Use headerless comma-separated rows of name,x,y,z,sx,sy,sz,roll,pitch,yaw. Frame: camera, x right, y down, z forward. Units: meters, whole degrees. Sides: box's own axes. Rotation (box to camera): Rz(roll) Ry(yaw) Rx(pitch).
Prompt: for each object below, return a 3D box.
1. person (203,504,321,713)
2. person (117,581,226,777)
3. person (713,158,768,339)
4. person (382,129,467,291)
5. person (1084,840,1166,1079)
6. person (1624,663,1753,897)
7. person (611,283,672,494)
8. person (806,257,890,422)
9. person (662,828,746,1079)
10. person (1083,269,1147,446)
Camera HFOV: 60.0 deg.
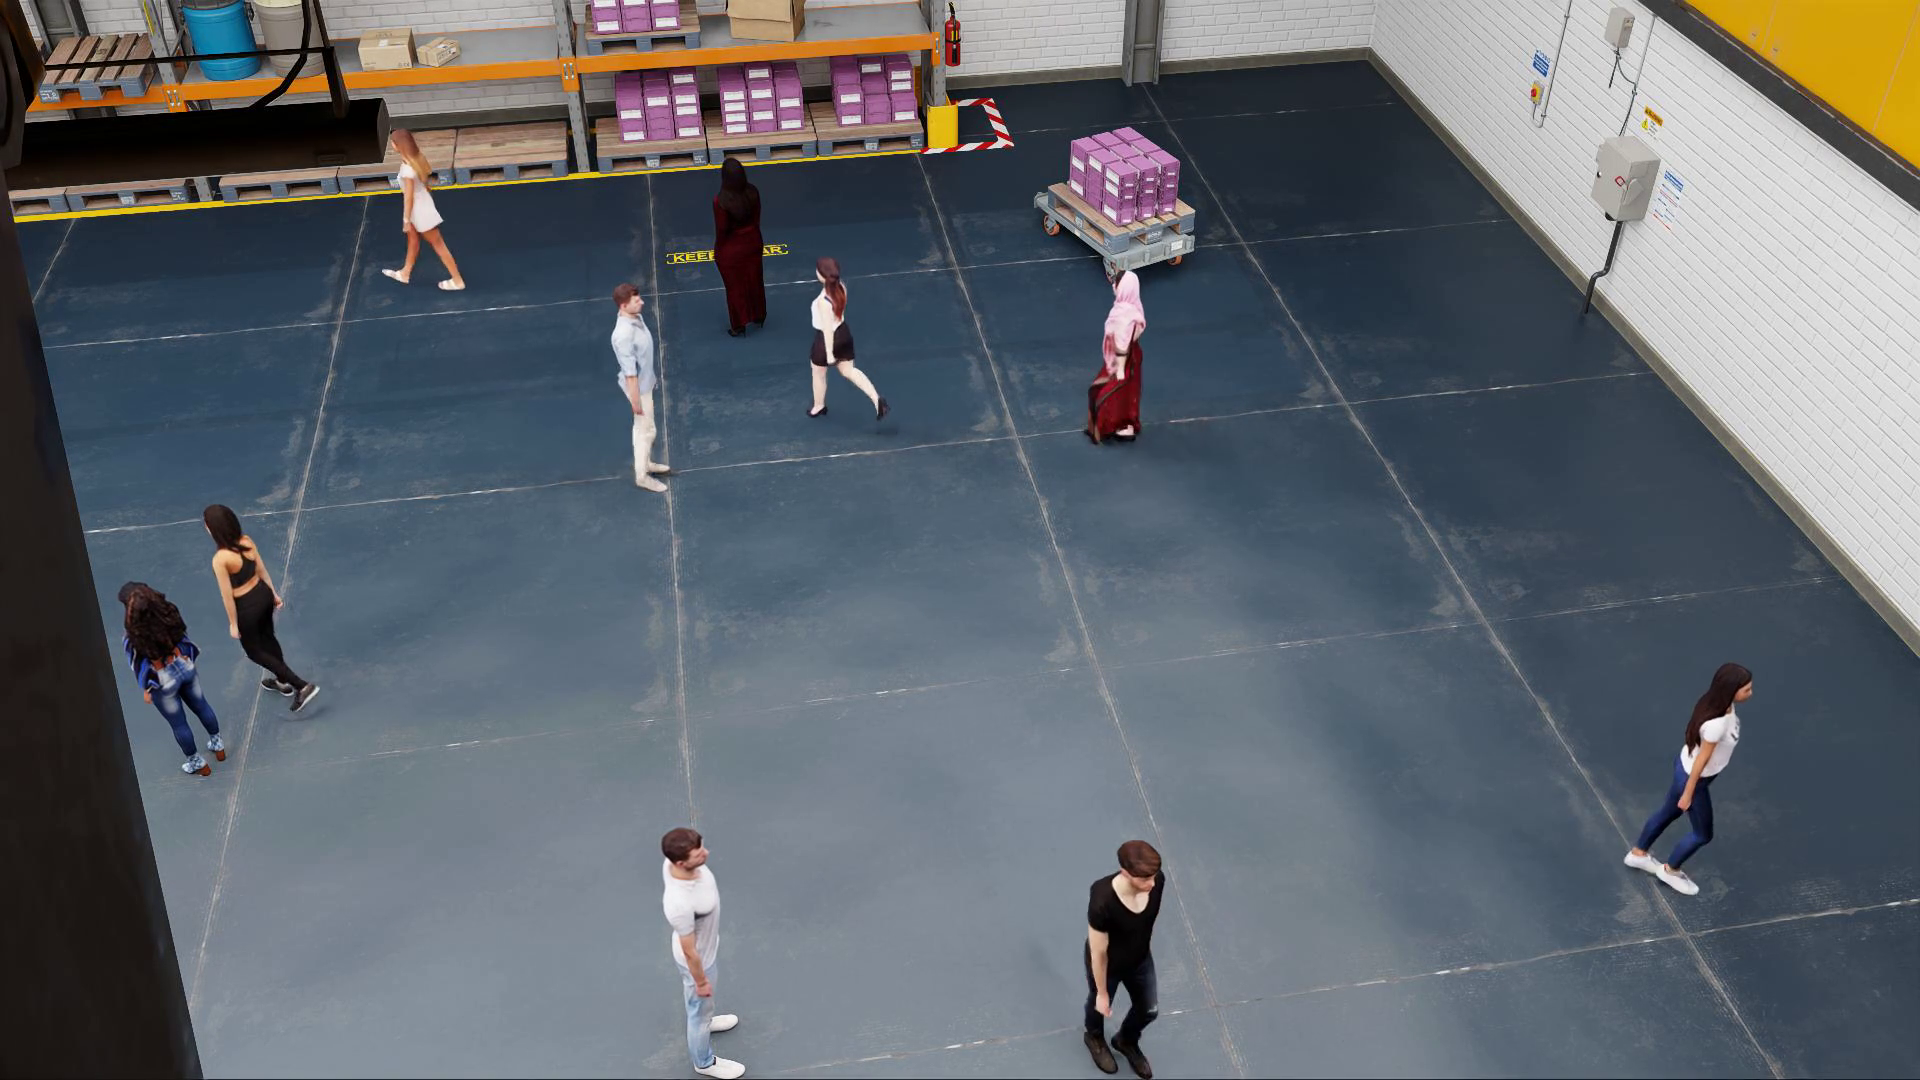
person,-4.796,0.487,11.404,0.906,1.621,0.773,8,39,10
person,-5.169,0.900,10.892,0.739,1.614,0.692,21,43,24
person,-2.013,-2.685,15.265,0.824,1.758,0.735,31,48,33
person,-5.048,-3.118,15.881,1.046,1.667,0.674,-2,39,-2
person,0.804,2.201,9.050,0.718,1.878,0.815,-18,42,-22
person,4.366,1.422,10.120,0.843,1.761,0.784,16,41,19
person,-2.628,-1.257,13.403,0.591,1.851,0.684,-1,39,-1
person,-0.993,-1.646,14.072,1.106,1.623,0.931,14,41,17
person,-1.440,2.217,9.053,0.516,1.851,0.645,-6,39,-7
person,1.430,-1.505,13.895,0.859,1.623,0.797,12,40,15
